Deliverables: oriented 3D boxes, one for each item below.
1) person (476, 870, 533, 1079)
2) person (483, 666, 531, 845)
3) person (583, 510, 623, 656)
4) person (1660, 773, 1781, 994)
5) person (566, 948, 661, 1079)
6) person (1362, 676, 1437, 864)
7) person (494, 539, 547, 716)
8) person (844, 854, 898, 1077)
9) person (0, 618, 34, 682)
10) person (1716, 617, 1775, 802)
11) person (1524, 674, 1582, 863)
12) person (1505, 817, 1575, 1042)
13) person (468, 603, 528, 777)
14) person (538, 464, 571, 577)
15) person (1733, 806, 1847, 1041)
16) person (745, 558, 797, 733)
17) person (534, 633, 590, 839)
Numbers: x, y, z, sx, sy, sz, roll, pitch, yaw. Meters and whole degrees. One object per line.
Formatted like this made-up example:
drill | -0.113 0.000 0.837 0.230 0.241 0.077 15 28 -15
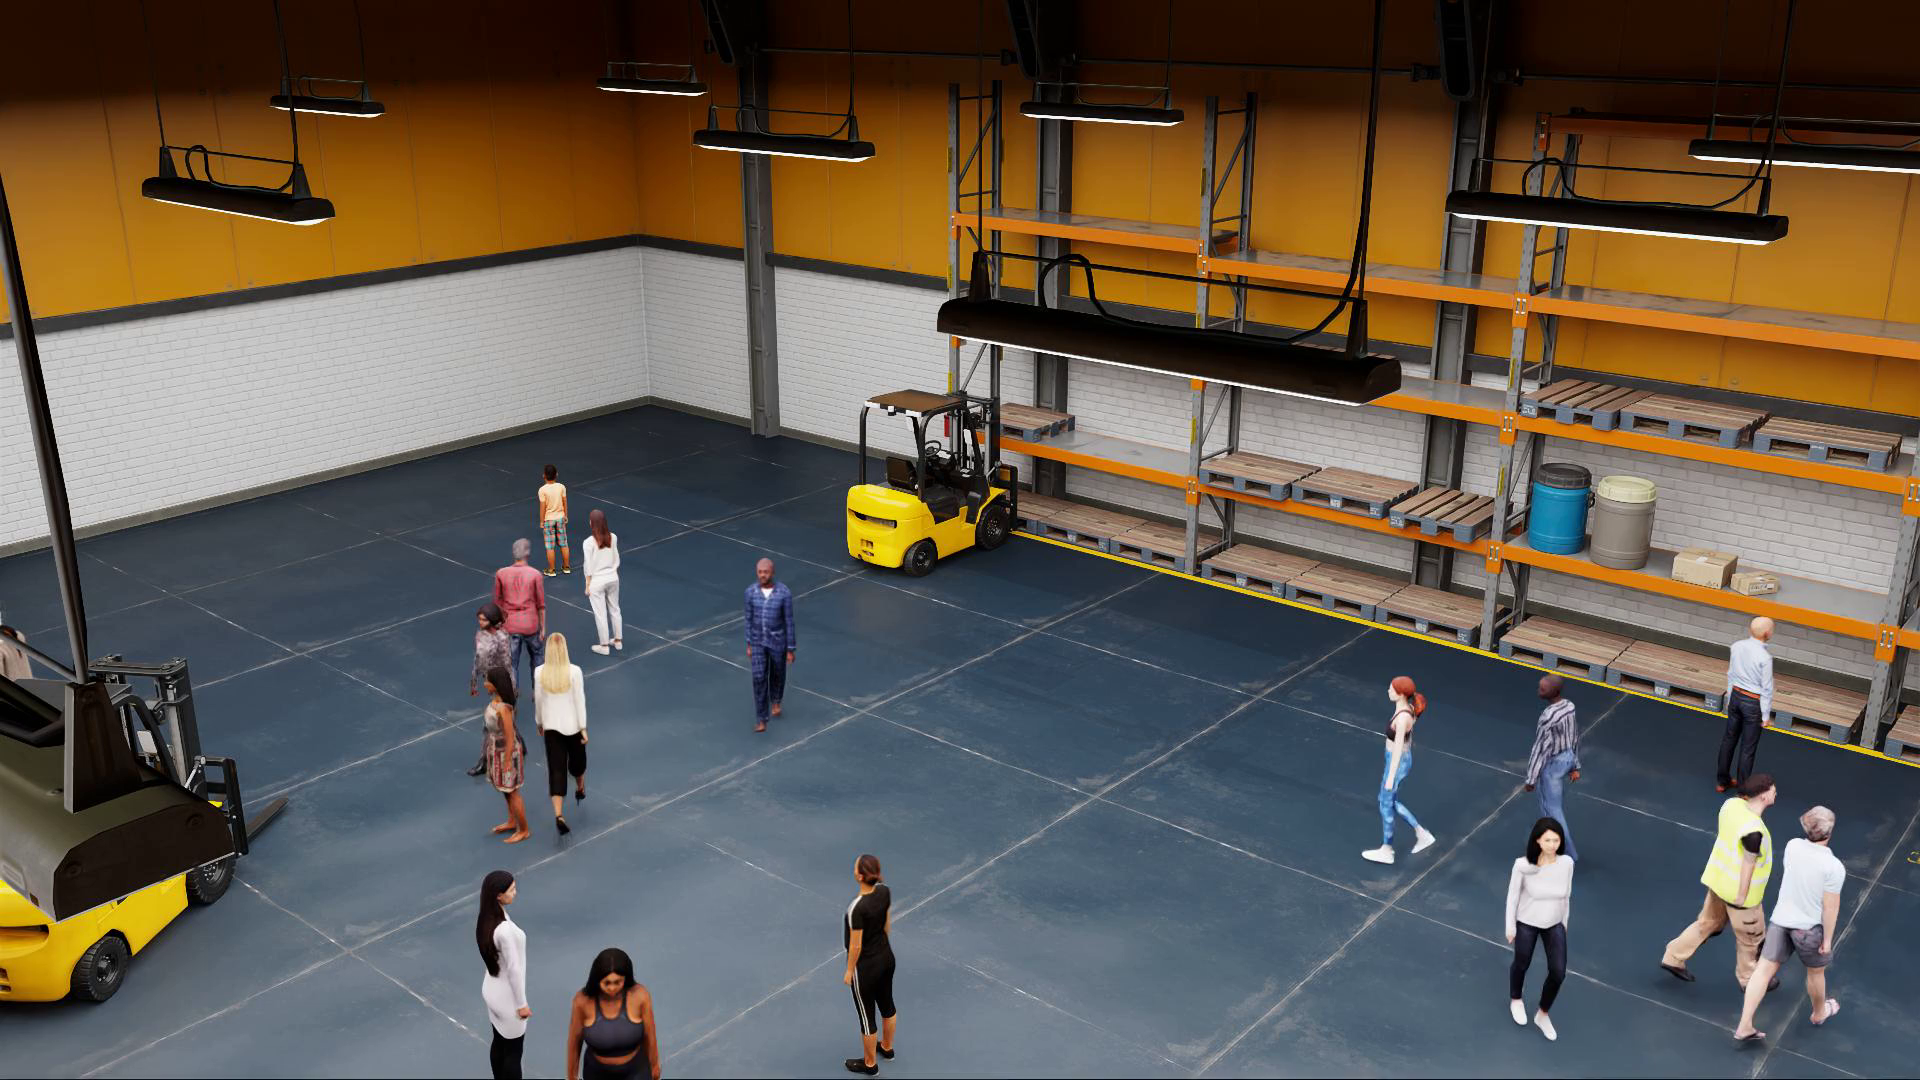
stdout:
person | -3.036 3.023 11.045 0.714 1.808 0.543 -13 23 -34
person | -3.999 1.870 14.720 0.781 1.650 0.624 -9 21 -24
person | -4.042 0.466 18.829 0.527 1.688 0.607 17 25 40
person | 5.724 2.566 12.388 1.209 1.818 1.141 0 19 -1
person | -2.127 3.273 10.362 1.171 1.771 1.233 -1 19 -4
person | 3.802 1.999 14.146 0.897 1.771 0.705 8 20 22
person | -4.583 0.925 17.305 1.009 1.789 1.068 -2 19 -7
person | -0.613 2.927 11.551 0.538 1.669 0.593 13 22 33
person | -8.912 1.434 15.622 0.881 1.899 0.825 -1 19 -3
person | 7.316 1.551 15.442 0.789 1.791 0.671 -7 20 -21
person | 5.148 1.994 14.184 0.643 1.755 0.694 -15 24 -37
person | 4.172 2.740 12.079 0.827 1.685 0.888 0 19 -1
person | -4.393 1.390 16.085 0.887 1.686 0.674 15 24 37
person | -5.213 -0.261 21.343 0.568 1.461 0.542 -14 23 -36
person | 5.879 2.782 11.817 1.020 1.774 1.248 -9 21 -26
person | -1.940 1.031 17.031 1.177 1.763 1.190 0 19 0
person | -3.554 1.766 14.778 1.160 1.808 1.205 -1 19 -3
